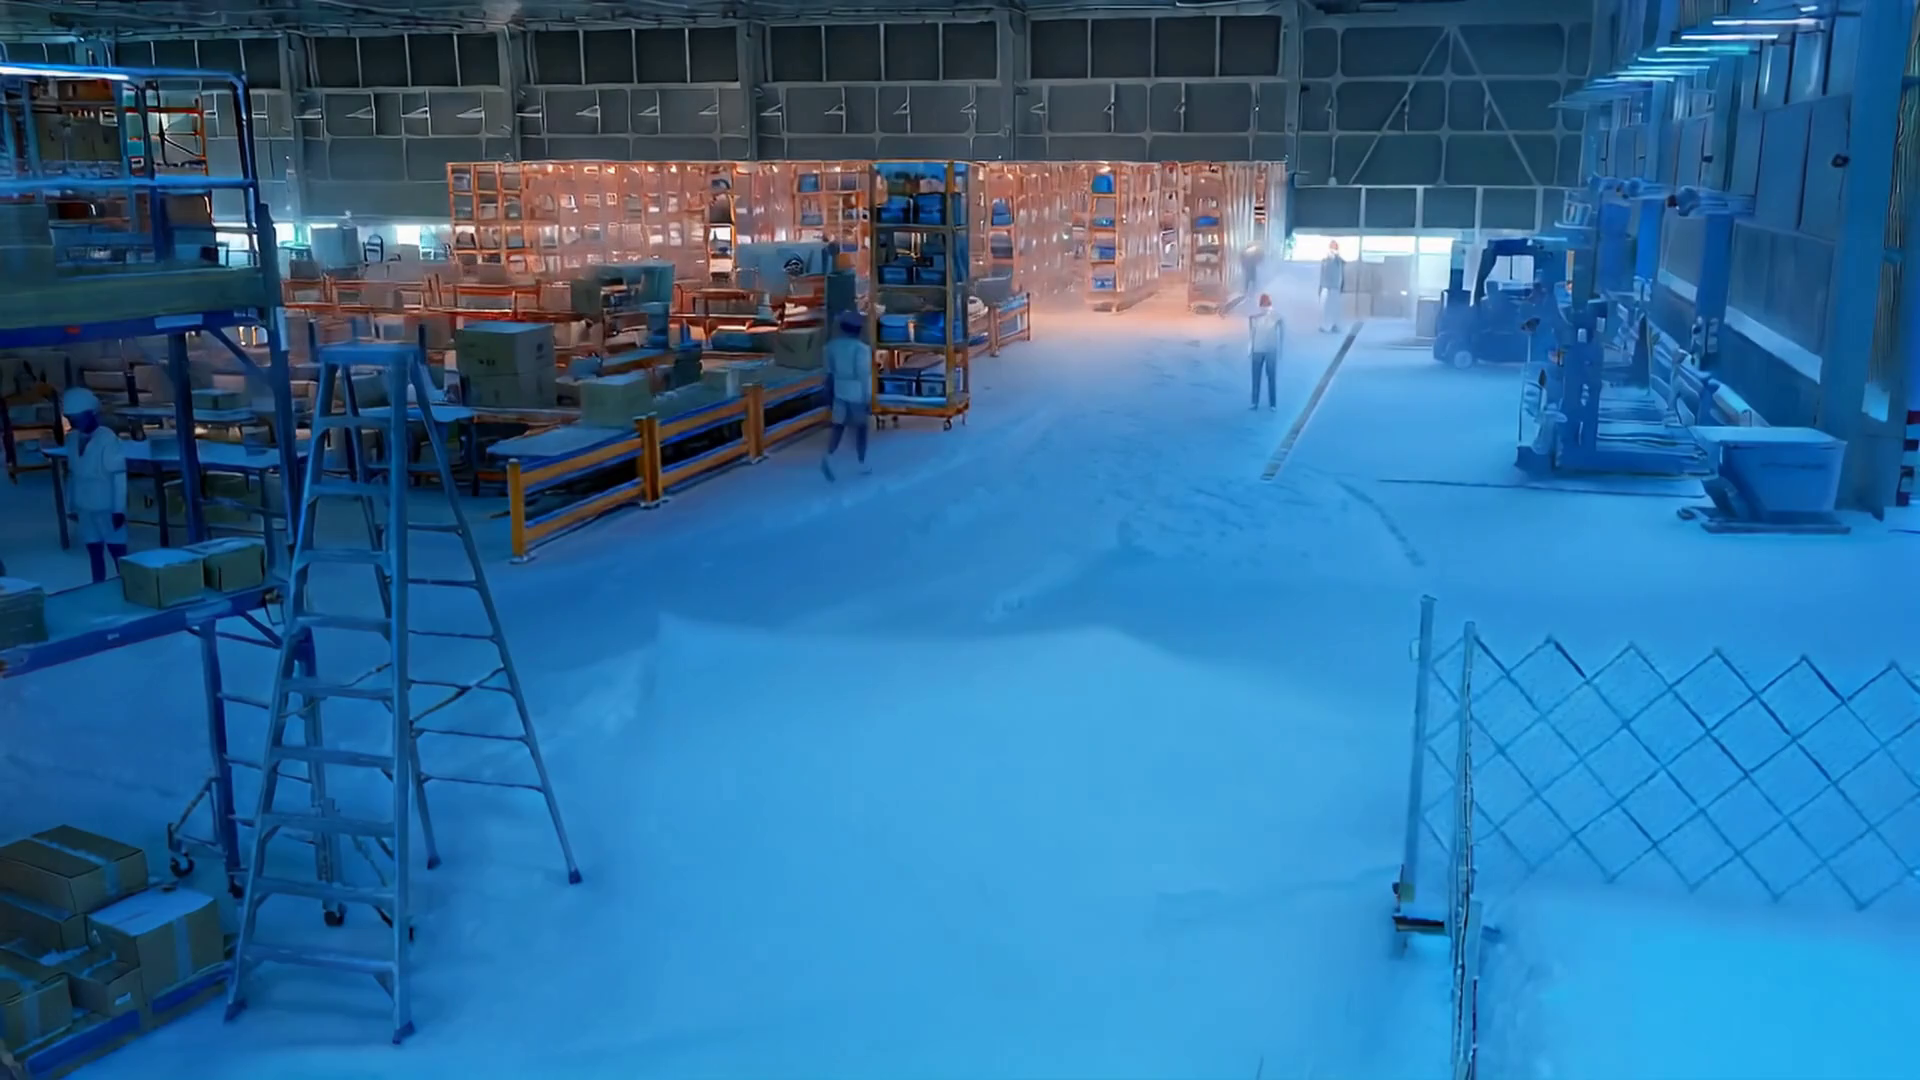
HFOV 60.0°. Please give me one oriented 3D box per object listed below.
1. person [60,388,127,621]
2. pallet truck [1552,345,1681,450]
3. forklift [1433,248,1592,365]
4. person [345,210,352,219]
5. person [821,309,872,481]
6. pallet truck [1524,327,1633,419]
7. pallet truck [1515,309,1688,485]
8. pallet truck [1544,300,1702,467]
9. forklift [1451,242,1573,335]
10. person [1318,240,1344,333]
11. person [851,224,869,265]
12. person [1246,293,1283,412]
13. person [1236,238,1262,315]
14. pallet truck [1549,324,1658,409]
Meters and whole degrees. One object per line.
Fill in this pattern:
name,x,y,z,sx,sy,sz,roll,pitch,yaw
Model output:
person,-7.062,-0.285,13.585,0.542,1.928,0.374,4,14,17
pallet truck,8.641,-1.896,21.908,1.630,1.274,0.653,4,14,16
forklift,9.780,-4.111,29.280,2.680,1.987,1.157,3,13,14
person,-22.838,-11.457,62.218,0.325,1.752,0.560,5,14,20
person,-1.328,-1.692,19.482,0.617,2.015,0.893,6,14,26
pallet truck,9.065,-2.460,24.370,1.522,1.261,0.704,3,13,14
pallet truck,7.554,-1.677,19.446,1.885,1.965,0.823,3,13,14
pallet truck,8.263,-1.952,20.631,1.885,1.965,0.823,5,14,20
forklift,10.464,-4.597,31.405,2.680,1.987,1.157,4,14,16
person,7.970,-5.442,35.710,0.608,1.995,0.377,-4,14,-18
person,-2.986,-8.568,49.567,0.591,1.833,0.404,-4,14,-16
person,4.524,-2.778,24.709,0.533,1.765,0.329,6,15,26
person,6.874,-6.292,39.742,0.607,1.823,0.671,9,16,35
pallet truck,9.824,-2.669,25.407,1.601,1.201,0.680,4,14,16
